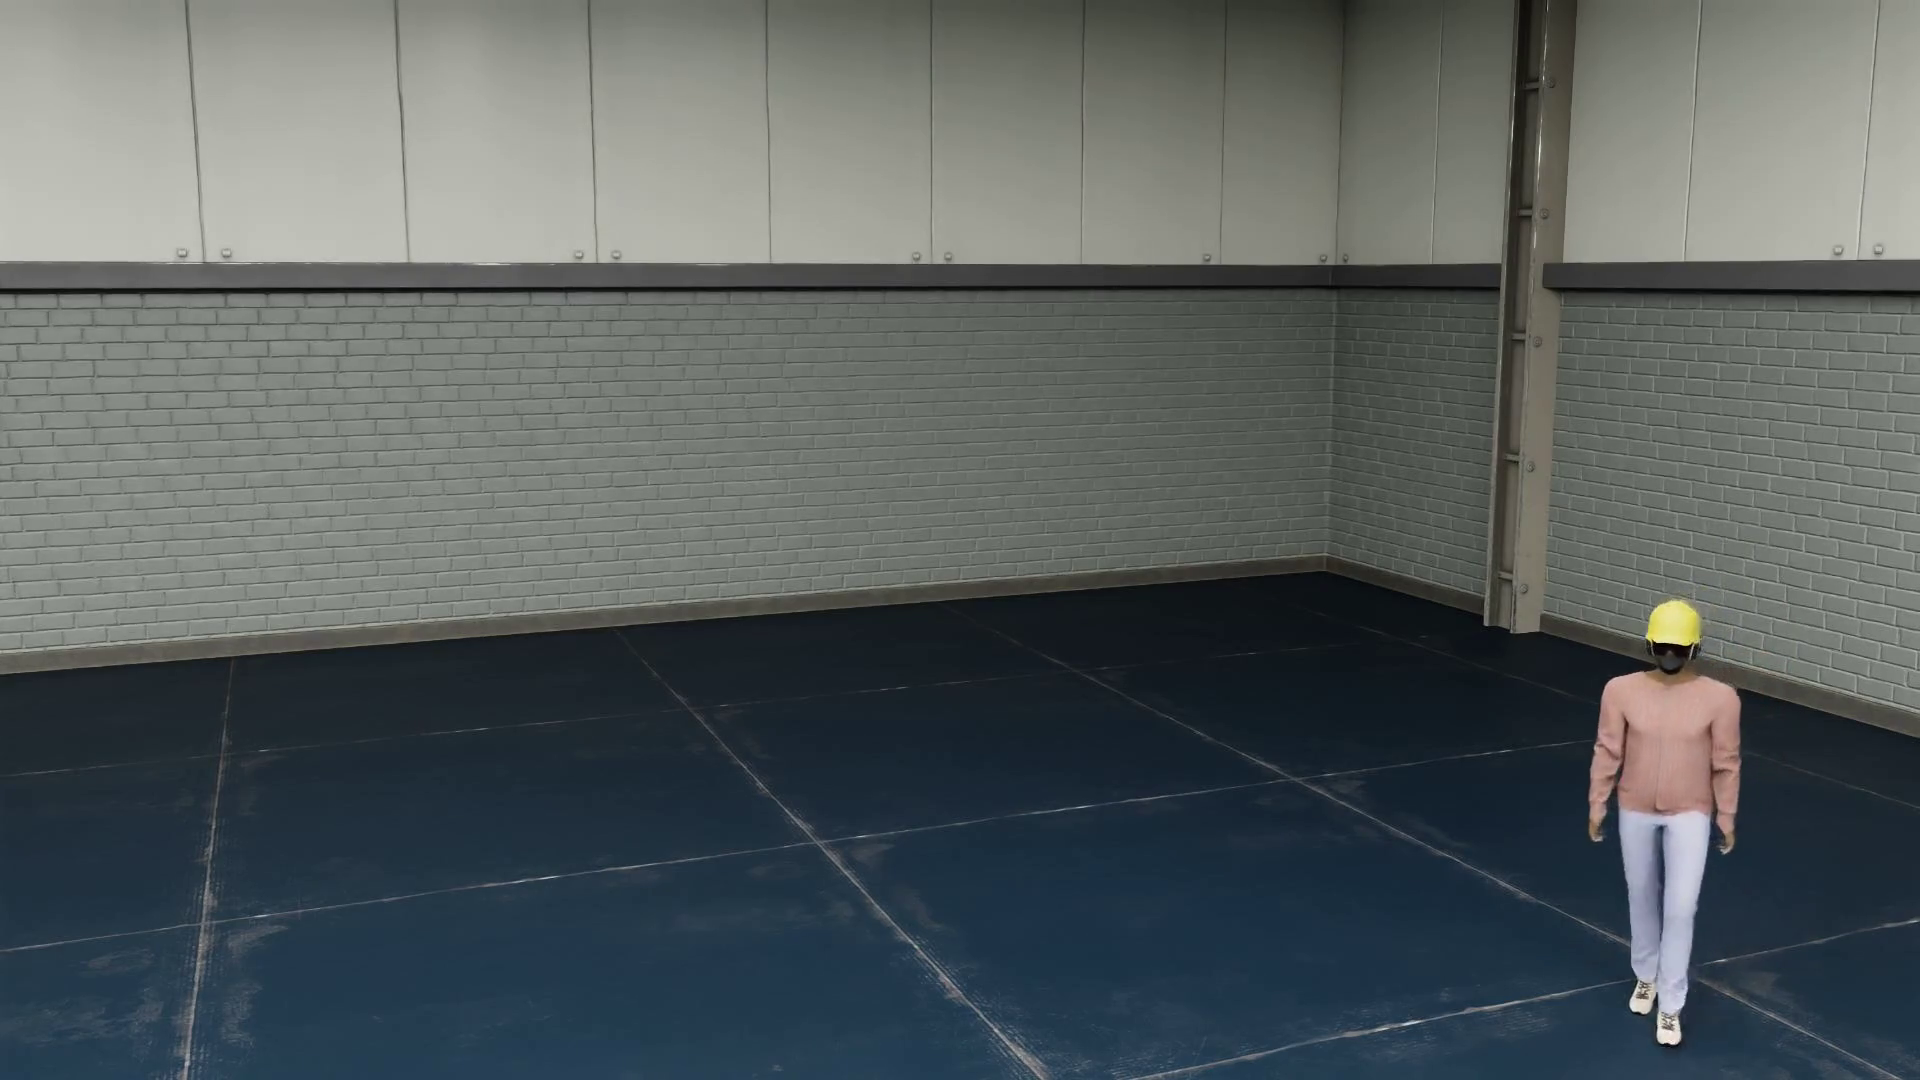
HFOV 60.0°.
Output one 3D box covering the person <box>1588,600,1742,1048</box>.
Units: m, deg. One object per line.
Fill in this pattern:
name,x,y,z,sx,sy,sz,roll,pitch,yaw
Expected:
person,2.777,1.113,6.623,0.548,1.741,0.710,6,11,32
